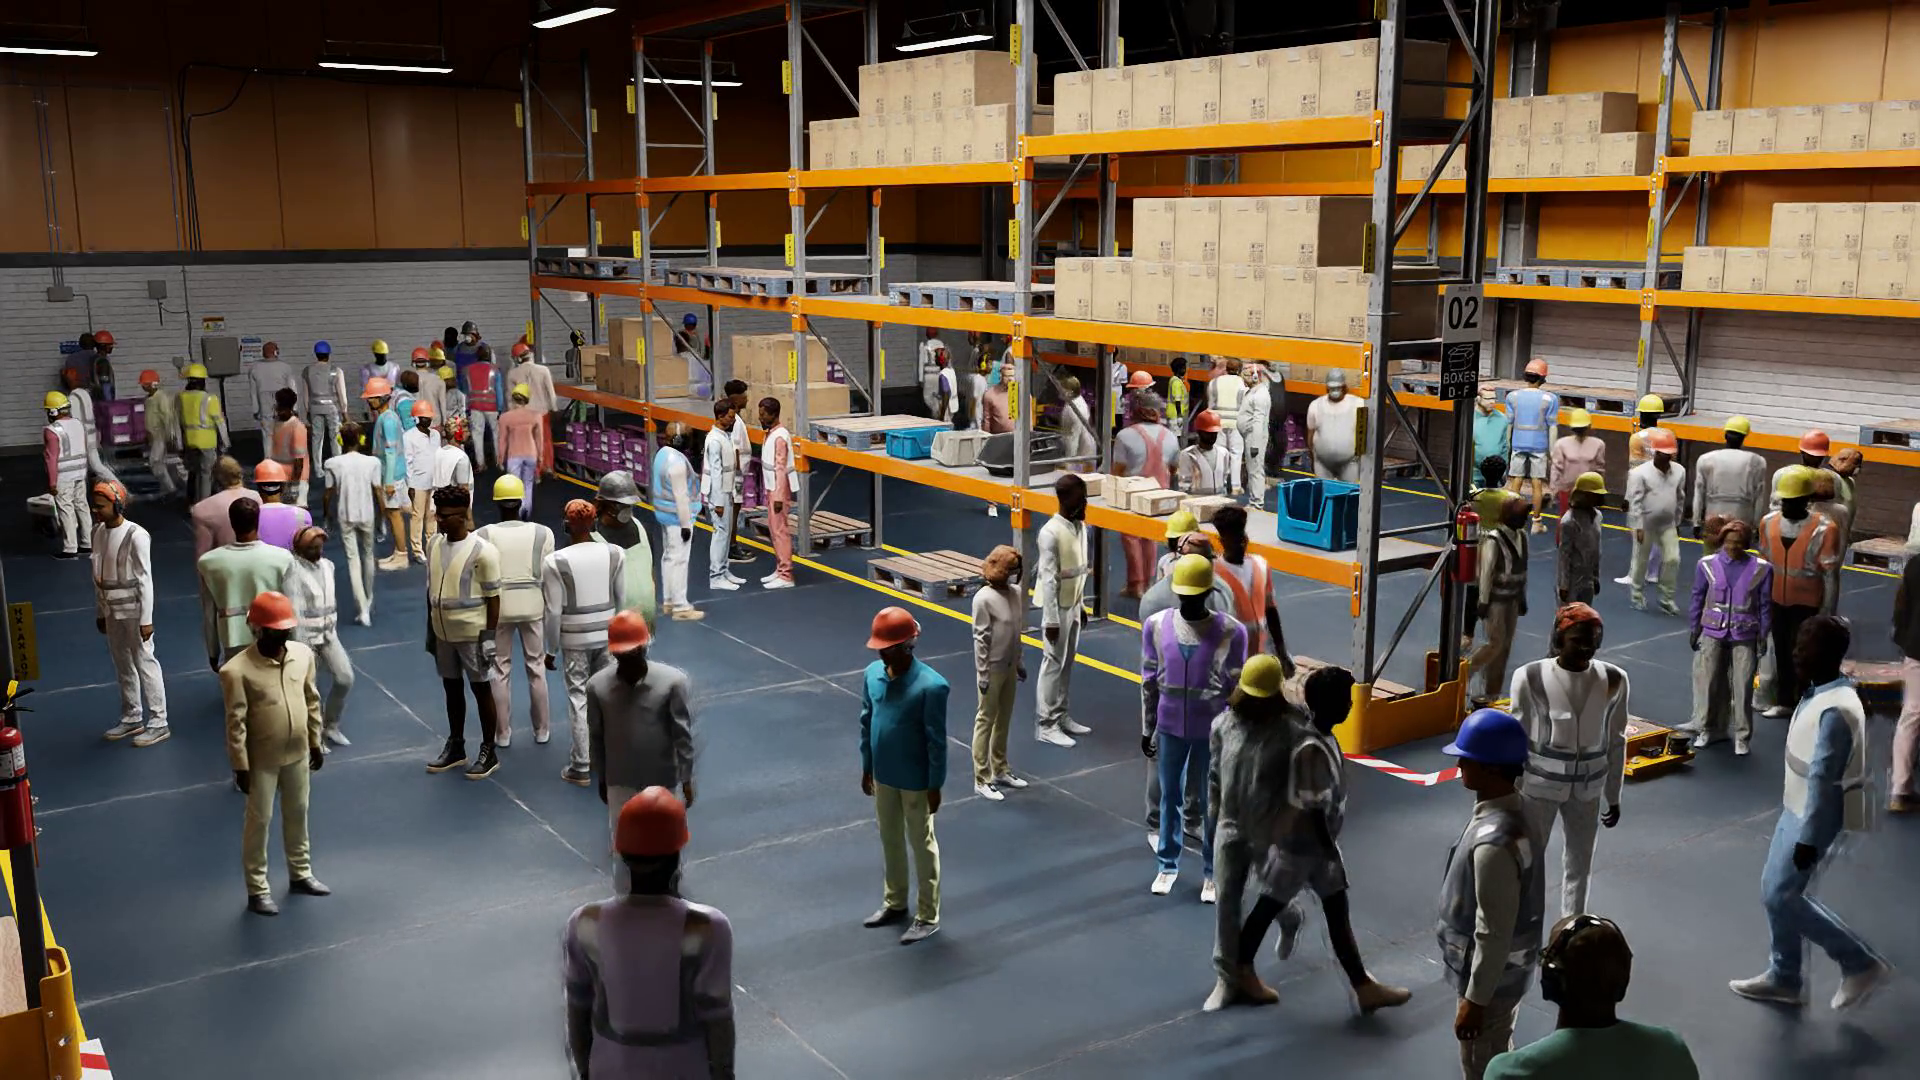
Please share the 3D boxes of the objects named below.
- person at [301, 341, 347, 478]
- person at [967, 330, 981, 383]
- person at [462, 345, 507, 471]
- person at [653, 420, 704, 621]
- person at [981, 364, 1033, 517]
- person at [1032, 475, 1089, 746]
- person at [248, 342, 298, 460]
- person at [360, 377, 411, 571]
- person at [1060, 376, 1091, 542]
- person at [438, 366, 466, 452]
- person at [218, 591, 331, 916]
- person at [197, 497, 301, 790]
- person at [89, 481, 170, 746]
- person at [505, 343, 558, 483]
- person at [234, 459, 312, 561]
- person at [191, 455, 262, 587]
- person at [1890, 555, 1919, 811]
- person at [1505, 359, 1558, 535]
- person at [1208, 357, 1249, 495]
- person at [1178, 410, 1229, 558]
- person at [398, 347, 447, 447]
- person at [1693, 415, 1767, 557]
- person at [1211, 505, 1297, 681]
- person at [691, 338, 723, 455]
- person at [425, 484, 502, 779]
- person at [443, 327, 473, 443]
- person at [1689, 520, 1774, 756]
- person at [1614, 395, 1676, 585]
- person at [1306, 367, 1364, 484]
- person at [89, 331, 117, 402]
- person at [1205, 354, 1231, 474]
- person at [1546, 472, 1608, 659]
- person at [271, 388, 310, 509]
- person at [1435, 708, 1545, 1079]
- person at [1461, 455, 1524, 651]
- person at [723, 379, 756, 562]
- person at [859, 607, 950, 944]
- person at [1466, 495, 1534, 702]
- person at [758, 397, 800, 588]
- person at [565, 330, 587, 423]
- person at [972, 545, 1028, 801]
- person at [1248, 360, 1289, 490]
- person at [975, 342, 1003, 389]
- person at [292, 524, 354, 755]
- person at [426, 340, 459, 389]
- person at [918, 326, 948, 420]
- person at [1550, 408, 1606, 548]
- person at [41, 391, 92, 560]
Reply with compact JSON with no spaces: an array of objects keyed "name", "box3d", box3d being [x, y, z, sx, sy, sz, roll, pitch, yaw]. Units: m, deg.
[{"name":"person","box3d":[-8.972,-1.839,23.530,0.611,1.939,0.415,0,11,1]},{"name":"person","box3d":[0.286,-2.544,27.294,0.359,1.877,0.589,-1,11,-4]},{"name":"person","box3d":[-6.931,-1.945,24.382,0.646,1.805,0.856,1,11,4]},{"name":"person","box3d":[-2.591,-0.184,15.312,0.429,1.840,0.633,-5,12,-23]},{"name":"person","box3d":[0.588,-1.220,20.479,0.641,1.900,0.398,-2,11,-9]},{"name":"person","box3d":[0.726,0.485,11.730,0.396,1.913,0.607,5,12,24]},{"name":"person","box3d":[-9.830,-1.890,23.892,0.637,1.901,0.403,-1,11,-6]},{"name":"person","box3d":[-6.005,-0.687,17.401,0.410,2.033,0.608,-4,12,-21]},{"name":"person","box3d":[1.319,-0.916,18.905,0.408,1.906,0.689,2,11,9]},{"name":"person","box3d":[-6.749,-1.433,21.982,0.495,1.732,0.324,5,12,22]},{"name":"person","box3d":[-3.635,1.120,8.884,0.358,1.743,0.568,7,13,31]},{"name":"person","box3d":[-4.556,0.677,10.726,0.589,1.912,0.389,-3,11,-13]},{"name":"person","box3d":[-5.859,0.510,11.679,0.574,1.876,0.354,6,13,28]},{"name":"person","box3d":[-5.940,-1.751,23.063,0.663,1.944,0.679,-4,12,-20]},{"name":"person","box3d":[-5.056,0.364,12.297,0.550,1.925,0.391,-7,13,-33]},{"name":"person","box3d":[-5.427,0.293,12.674,0.736,1.909,0.604,-6,13,-29]},{"name":"person","box3d":[6.220,0.718,10.436,1.031,1.934,0.640,-6,13,-29]},{"name":"person","box3d":[6.654,-1.086,19.404,0.611,2.042,0.394,7,13,34]},{"name":"person","box3d":[3.605,-1.512,22.143,0.635,1.835,0.434,6,12,27]},{"name":"person","box3d":[2.268,-0.241,15.350,0.553,1.935,0.363,-6,13,-28]},{"name":"person","box3d":[-7.035,-1.533,21.847,0.621,1.985,0.408,-3,12,-17]},{"name":"person","box3d":[7.026,-0.194,15.225,0.587,1.897,0.416,6,13,28]},{"name":"person","box3d":[1.747,0.722,10.472,0.691,1.920,0.684,-9,14,-39]},{"name":"person","box3d":[-3.897,-2.182,25.477,0.574,1.869,1.009,-6,12,-27]},{"name":"person","box3d":[-3.295,0.597,10.987,0.602,1.967,0.366,5,12,26]},{"name":"person","box3d":[-8.165,-2.508,27.040,0.587,1.910,0.397,9,14,37]},{"name":"person","box3d":[5.320,0.664,11.510,0.521,1.631,0.323,7,13,30]},{"name":"person","box3d":[6.867,-0.493,16.669,0.588,1.927,0.371,-7,13,-30]},{"name":"person","box3d":[4.263,-0.983,18.883,0.699,2.000,0.693,4,12,18]},{"name":"person","box3d":[-12.457,-2.034,24.292,0.416,2.035,0.609,-8,14,-37]},{"name":"person","box3d":[3.733,-1.899,23.973,0.412,1.894,0.659,-3,11,-15]},{"name":"person","box3d":[4.859,0.316,13.030,0.481,1.732,0.351,-8,14,-36]},{"name":"person","box3d":[-7.082,-0.668,17.594,0.369,1.926,0.727,-9,14,-39]},{"name":"person","box3d":[1.924,1.562,6.098,0.391,1.948,0.605,4,12,20]},{"name":"person","box3d":[4.487,0.119,14.125,0.540,1.696,0.316,3,11,14]},{"name":"person","box3d":[-2.416,-0.749,17.876,0.374,1.966,0.608,-2,11,-11]},{"name":"person","box3d":[-0.313,1.189,8.544,0.573,1.739,0.355,10,15,41]},{"name":"person","box3d":[4.077,0.453,12.603,0.508,1.619,0.412,-10,15,-41]},{"name":"person","box3d":[-1.811,-0.481,16.664,0.386,1.904,0.603,-3,11,-14]},{"name":"person","box3d":[-6.129,-2.445,26.804,0.512,1.872,0.328,9,14,39]},{"name":"person","box3d":[0.259,0.831,10.643,0.284,1.633,0.498,7,13,33]},{"name":"person","box3d":[4.171,-1.670,22.400,0.604,2.000,0.712,10,15,41]},{"name":"person","box3d":[0.405,-2.035,24.817,0.531,1.823,0.526,-8,14,-35]},{"name":"person","box3d":[-4.407,0.691,11.402,0.407,1.622,0.510,4,12,21]},{"name":"person","box3d":[-8.243,-2.292,26.355,0.590,1.731,0.496,-5,12,-22]},{"name":"person","box3d":[-0.415,-2.779,28.519,0.594,1.867,0.621,-8,13,-34]},{"name":"person","box3d":[6.506,-0.562,17.557,0.563,1.720,0.817,2,11,12]},{"name":"person","box3d":[-9.659,-0.696,17.977,0.403,1.823,0.595,1,11,7]}]
